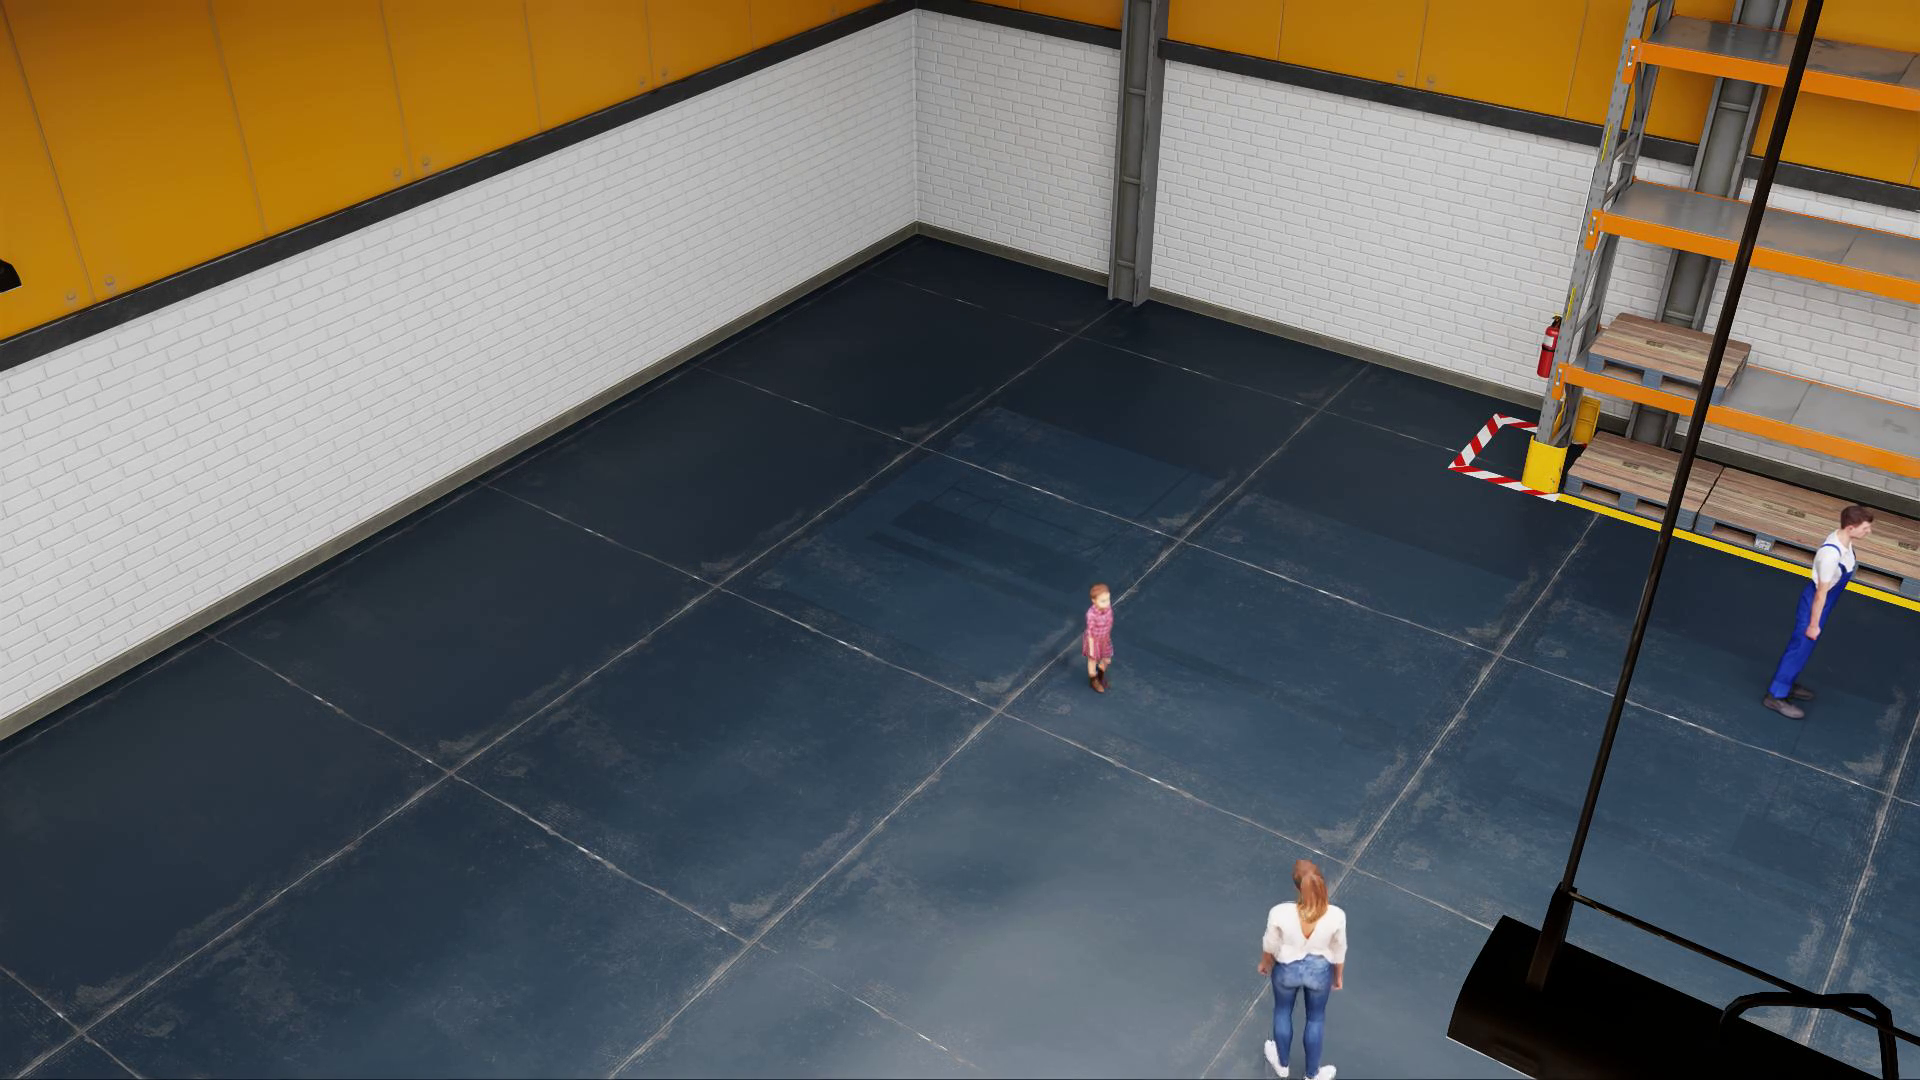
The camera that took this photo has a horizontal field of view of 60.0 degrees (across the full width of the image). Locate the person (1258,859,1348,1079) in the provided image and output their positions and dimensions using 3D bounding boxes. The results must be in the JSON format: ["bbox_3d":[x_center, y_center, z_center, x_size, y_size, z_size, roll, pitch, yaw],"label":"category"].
[{"bbox_3d":[2.045,2.578,9.846,0.688,1.719,0.846,8,34,12],"label":"person"}]

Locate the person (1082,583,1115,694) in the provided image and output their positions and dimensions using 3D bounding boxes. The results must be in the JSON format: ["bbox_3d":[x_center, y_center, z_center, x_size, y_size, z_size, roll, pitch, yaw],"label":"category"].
[{"bbox_3d":[1.074,0.756,13.225,0.480,1.013,0.505,-21,39,-28],"label":"person"}]

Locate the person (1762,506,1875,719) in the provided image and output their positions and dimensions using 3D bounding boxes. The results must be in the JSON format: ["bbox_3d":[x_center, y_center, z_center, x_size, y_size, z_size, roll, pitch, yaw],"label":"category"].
[{"bbox_3d":[6.611,0.512,12.839,0.554,1.847,0.625,24,40,31],"label":"person"}]
